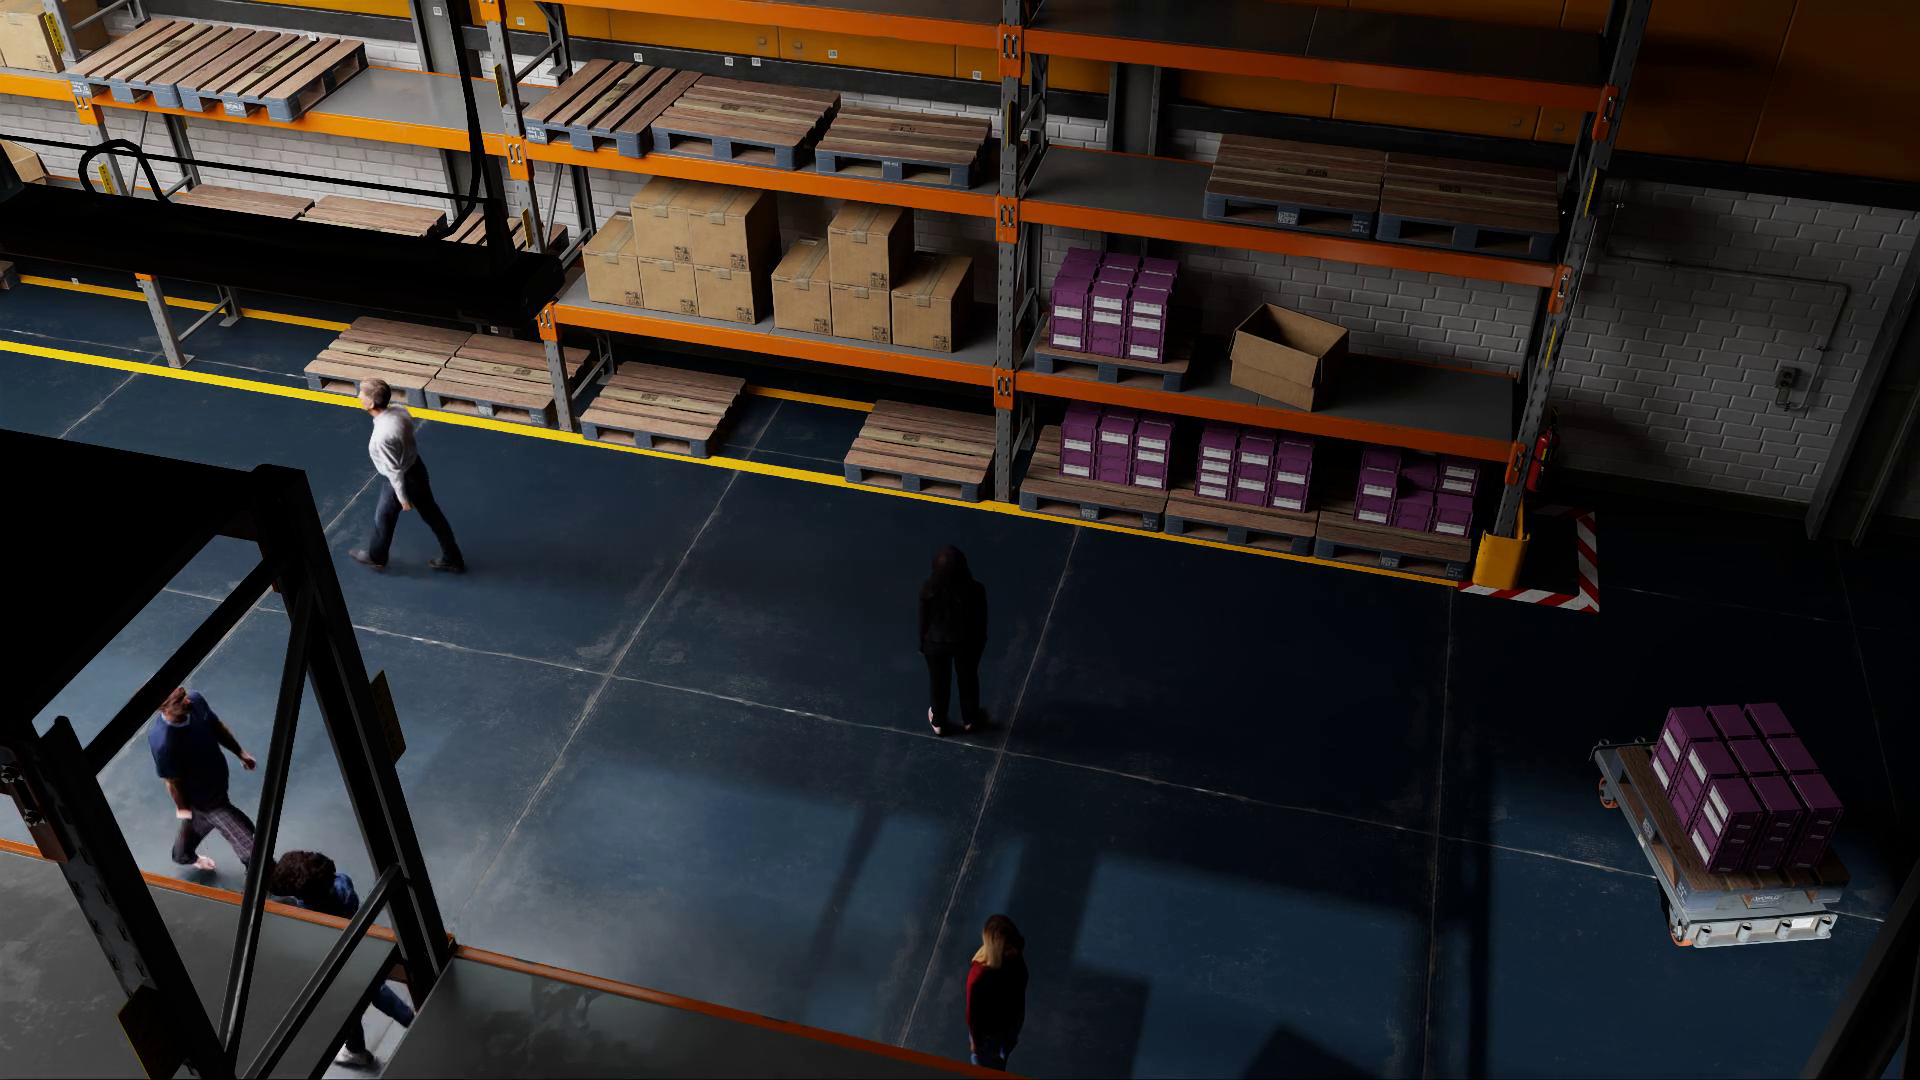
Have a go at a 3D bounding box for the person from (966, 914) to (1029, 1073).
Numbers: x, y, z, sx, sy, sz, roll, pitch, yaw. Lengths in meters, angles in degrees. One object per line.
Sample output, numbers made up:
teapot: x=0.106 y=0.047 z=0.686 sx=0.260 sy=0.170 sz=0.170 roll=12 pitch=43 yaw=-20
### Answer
person: x=0.201 y=2.597 z=9.040 sx=0.657 sy=1.634 sz=0.674 roll=25 pitch=45 yaw=28

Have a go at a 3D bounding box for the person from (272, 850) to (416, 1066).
person: x=-3.367 y=2.354 z=9.215 sx=0.881 sy=1.794 sz=0.660 roll=9 pitch=40 yaw=12

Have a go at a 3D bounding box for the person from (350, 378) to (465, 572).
person: x=-4.179 y=-0.453 z=12.746 sx=1.139 sy=1.774 sz=0.734 roll=5 pitch=39 yaw=6

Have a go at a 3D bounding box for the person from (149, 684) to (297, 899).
person: x=-4.734 y=1.511 z=10.253 sx=1.281 sy=1.818 sz=0.857 roll=2 pitch=39 yaw=2

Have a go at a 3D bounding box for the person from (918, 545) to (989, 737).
person: x=-0.051 y=0.697 z=11.434 sx=0.679 sy=1.615 sz=0.789 roll=-4 pitch=39 yaw=-5
